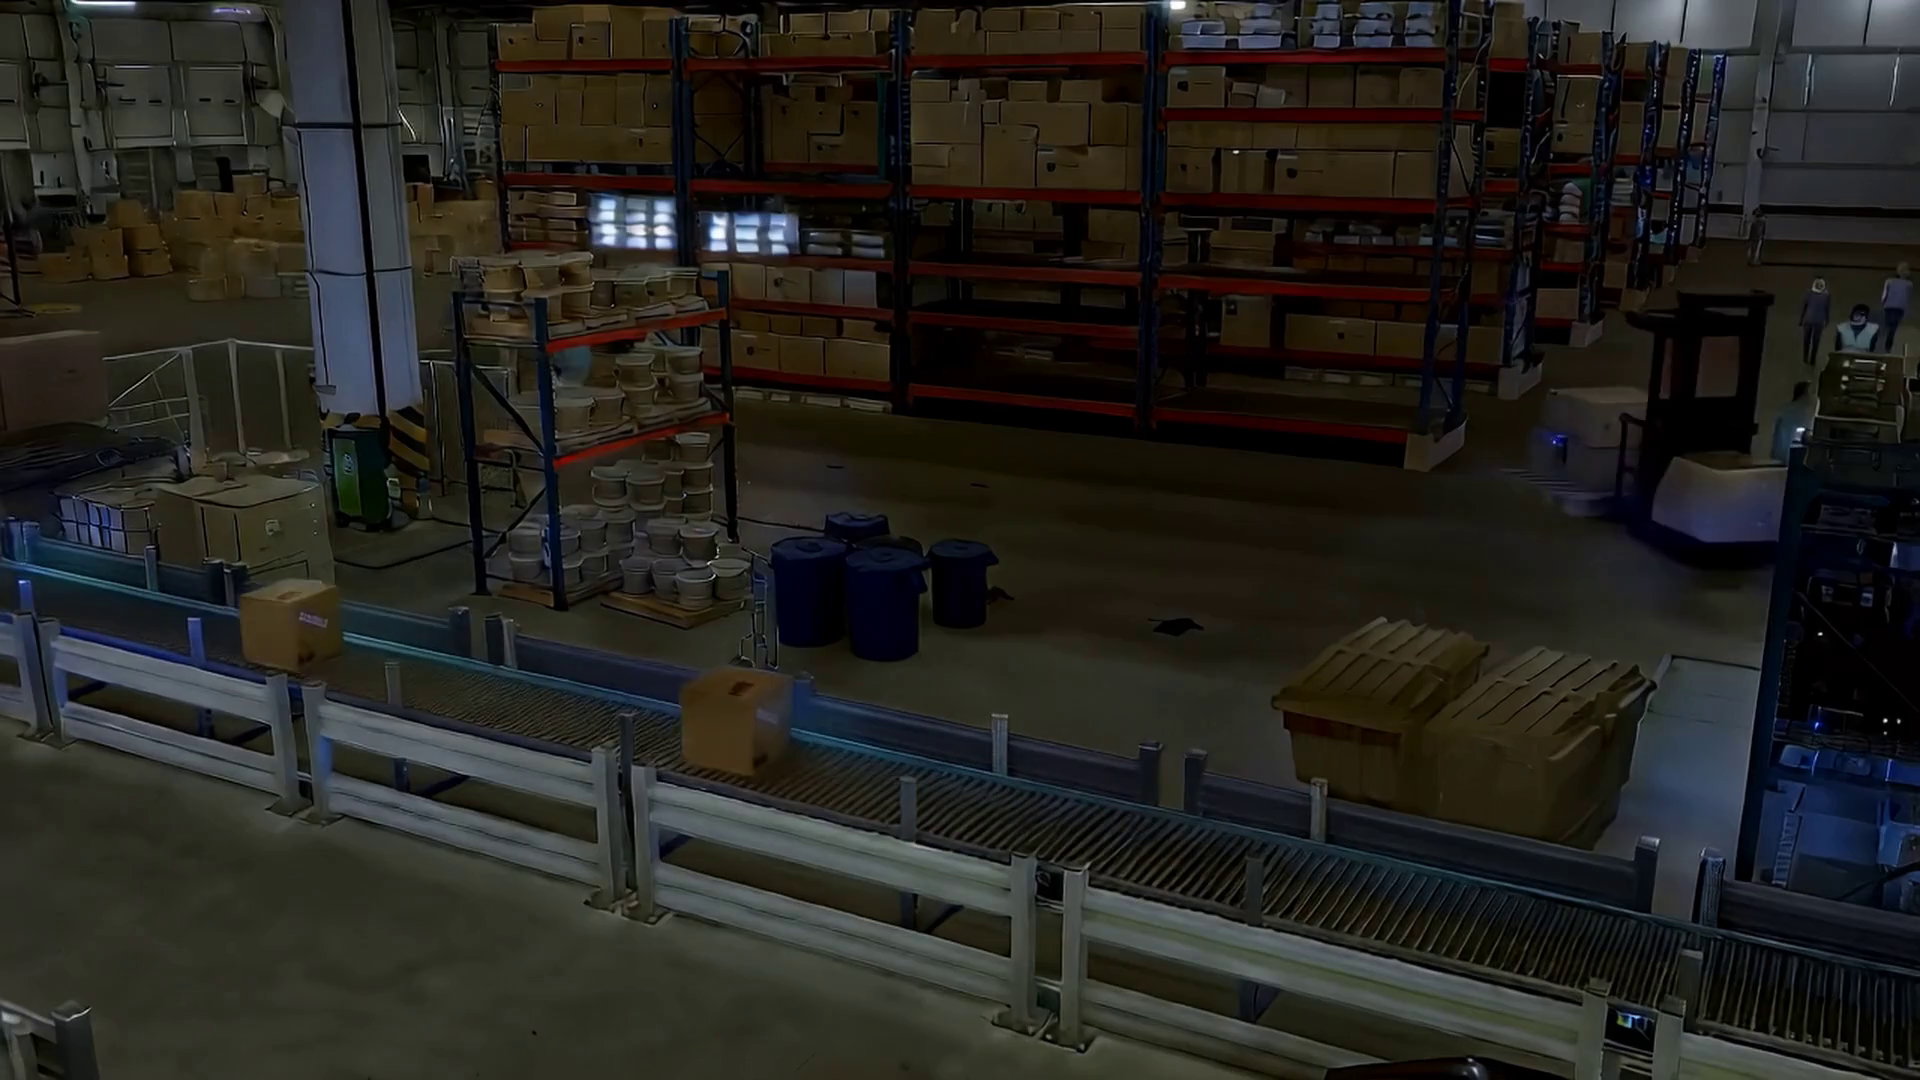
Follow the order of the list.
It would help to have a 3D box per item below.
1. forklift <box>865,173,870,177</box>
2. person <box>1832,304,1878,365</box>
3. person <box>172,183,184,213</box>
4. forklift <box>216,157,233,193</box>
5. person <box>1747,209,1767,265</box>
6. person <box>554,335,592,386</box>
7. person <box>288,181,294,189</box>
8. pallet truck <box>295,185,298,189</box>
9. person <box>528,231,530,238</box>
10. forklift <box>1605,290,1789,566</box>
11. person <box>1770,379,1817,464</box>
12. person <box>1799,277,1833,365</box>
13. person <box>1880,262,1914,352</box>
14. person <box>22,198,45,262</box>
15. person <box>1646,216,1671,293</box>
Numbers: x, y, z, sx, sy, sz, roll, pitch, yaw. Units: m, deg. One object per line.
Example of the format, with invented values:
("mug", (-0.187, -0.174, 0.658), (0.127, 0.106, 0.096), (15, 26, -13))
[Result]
("forklift", (-3.236, -13.631, 64.343), (1.129, 2.768, 1.873), (-3, 15, -11))
("person", (13.381, -2.625, 24.960), (0.580, 1.827, 0.526), (9, 17, 30))
("person", (-27.911, -11.844, 59.606), (0.507, 1.847, 0.345), (1, 15, 6))
("forklift", (-25.124, -11.701, 57.087), (1.873, 2.768, 1.129), (-6, 16, -21))
("person", (23.507, -8.938, 49.090), (0.500, 1.633, 0.285), (9, 17, 30))
("person", (-5.563, -2.287, 24.027), (0.551, 1.648, 0.877), (-5, 16, -19))
("person", (-24.034, -11.986, 60.041), (0.638, 1.909, 0.916), (4, 15, 14))
("pallet truck", (-26.804, -14.617, 69.738), (1.885, 1.965, 0.823), (-14, 20, -42))
("person", (-10.958, -7.394, 42.779), (0.667, 1.901, 0.595), (-9, 18, -32))
("forklift", (8.104, -1.284, 17.926), (1.129, 2.768, 1.873), (-2, 15, -9))
("person", (9.106, -0.797, 18.025), (0.816, 1.878, 0.646), (4, 15, 16))
("person", (15.861, -4.080, 30.847), (0.506, 1.609, 0.705), (8, 17, 28))
("person", (18.175, -4.511, 32.231), (0.611, 1.732, 0.539), (-11, 18, -36))
("person", (-27.917, -9.290, 49.883), (0.784, 1.915, 0.659), (-13, 20, -41))
("person", (17.648, -7.224, 42.096), (0.390, 1.920, 0.587), (-12, 19, -39))
